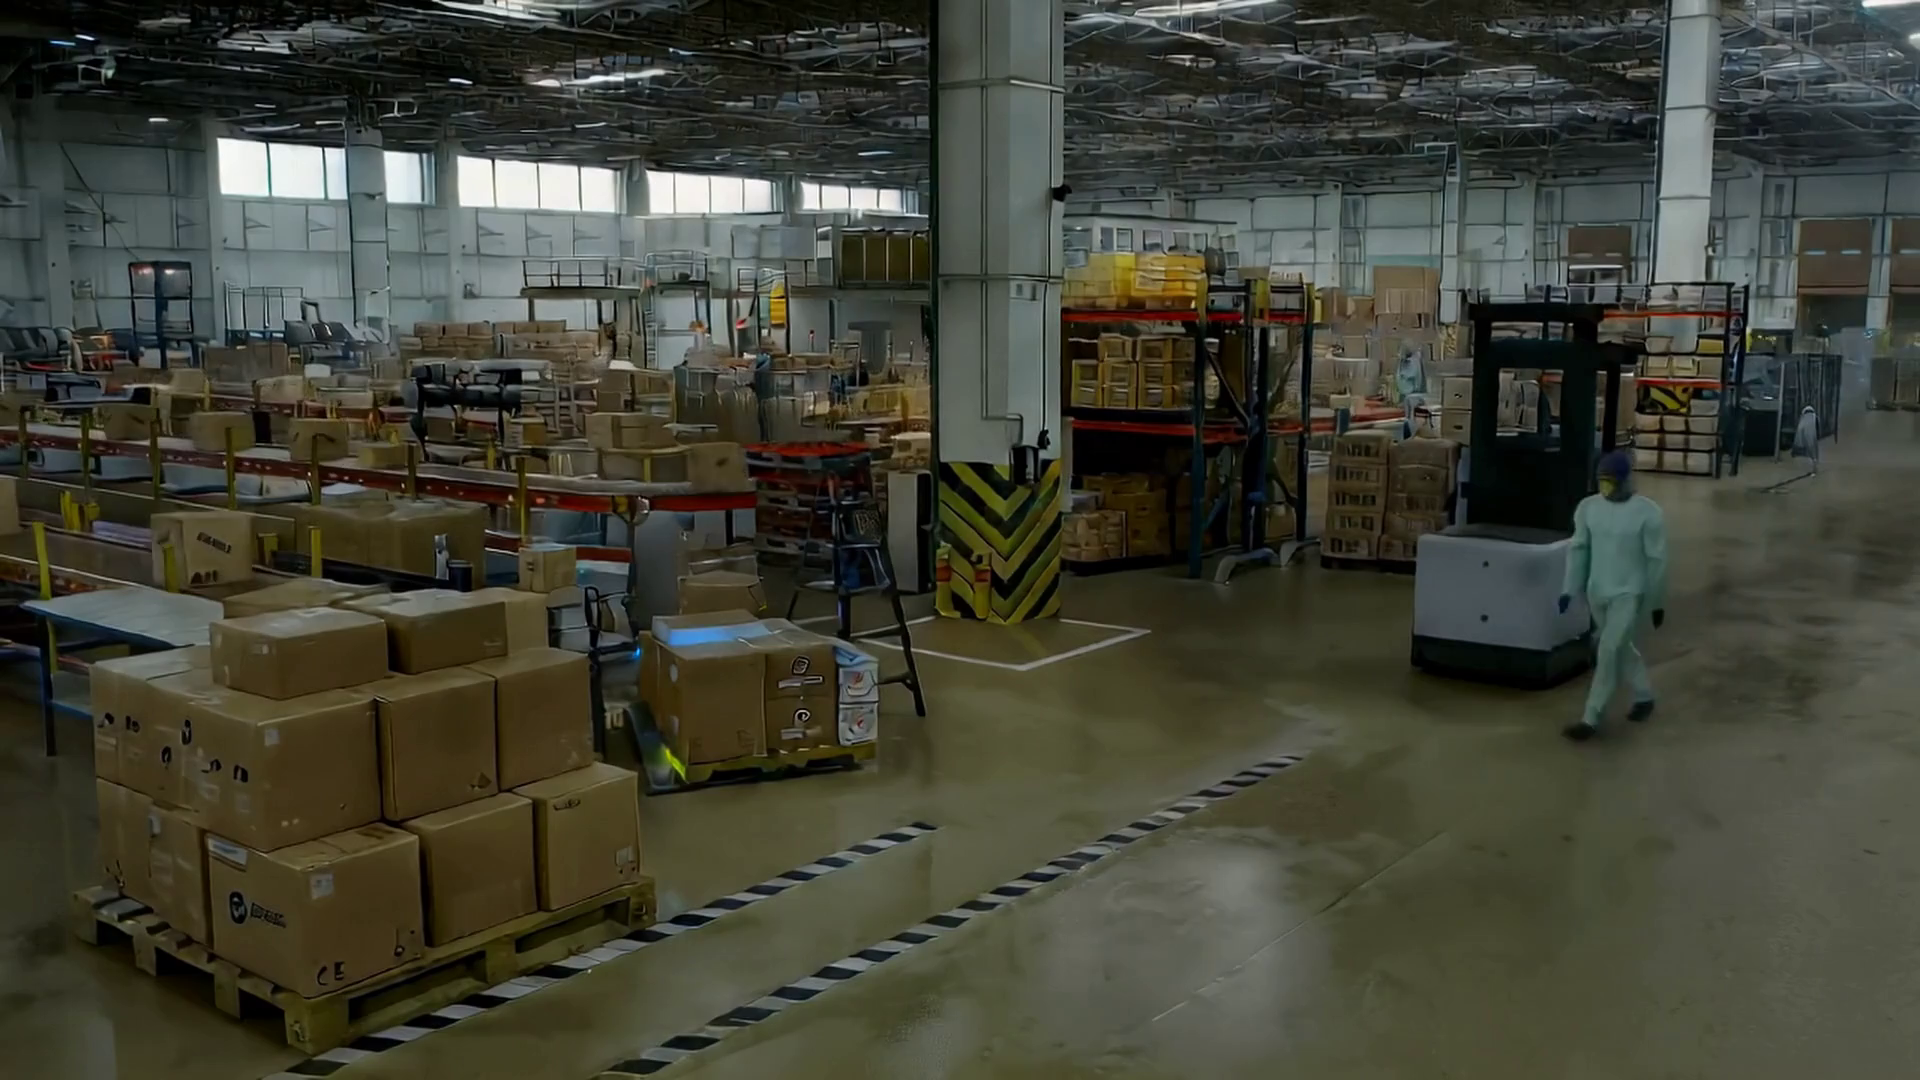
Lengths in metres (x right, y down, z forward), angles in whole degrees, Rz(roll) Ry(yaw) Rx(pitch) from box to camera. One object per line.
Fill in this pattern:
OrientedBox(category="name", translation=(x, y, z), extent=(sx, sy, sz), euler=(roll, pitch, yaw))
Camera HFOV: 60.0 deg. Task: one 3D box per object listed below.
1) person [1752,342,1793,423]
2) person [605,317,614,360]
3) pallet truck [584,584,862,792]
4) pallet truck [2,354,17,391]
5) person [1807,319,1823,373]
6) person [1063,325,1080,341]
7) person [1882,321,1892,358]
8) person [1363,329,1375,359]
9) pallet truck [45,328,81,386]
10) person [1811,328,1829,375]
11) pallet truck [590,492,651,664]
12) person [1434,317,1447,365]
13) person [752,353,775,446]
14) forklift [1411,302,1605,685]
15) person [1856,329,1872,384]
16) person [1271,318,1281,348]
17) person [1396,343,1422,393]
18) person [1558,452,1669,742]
OrientedBox(category="person", translation=(17.903, -3.447, 36.699), extent=(0.542, 1.815, 0.978), euler=(-6, 10, -36))
OrientedBox(category="person", translation=(-15.187, -8.700, 72.020), extent=(0.361, 1.856, 0.651), euler=(-4, 9, -23))
OrientedBox(category="pallet truck", translation=(-1.426, 0.805, 10.019), extent=(1.601, 1.201, 0.680), euler=(-4, 9, -26))
OrientedBox(category="pallet truck", translation=(-24.881, -4.417, 42.634), extent=(1.885, 1.965, 0.823), euler=(8, 11, 41))
OrientedBox(category="person", translation=(31.025, -7.041, 60.412), extent=(0.837, 1.964, 0.654), euler=(0, 8, 0))
OrientedBox(category="person", translation=(3.166, -4.994, 46.494), extent=(0.618, 2.020, 0.838), euler=(-6, 10, -33))
OrientedBox(category="person", translation=(33.095, -6.875, 59.462), extent=(0.383, 1.922, 0.587), euler=(4, 9, 26))
OrientedBox(category="person", translation=(12.007, -5.277, 48.864), extent=(0.311, 1.869, 0.530), euler=(2, 9, 15))
OrientedBox(category="pallet truck", translation=(-23.775, -4.544, 43.495), extent=(1.885, 1.965, 0.823), euler=(6, 10, 35))
OrientedBox(category="person", translation=(30.201, -6.590, 58.304), extent=(0.488, 1.699, 0.907), euler=(-3, 9, -17))
OrientedBox(category="pallet truck", translation=(-3.115, 0.344, 12.883), extent=(0.653, 1.274, 1.630), euler=(7, 11, 37))
OrientedBox(category="person", translation=(19.532, -8.085, 67.614), extent=(0.379, 1.931, 0.625), euler=(-5, 10, -29))
OrientedBox(category="person", translation=(-3.746, -2.661, 31.583), extent=(0.328, 1.765, 0.532), euler=(6, 11, 37))
OrientedBox(category="forklift", translation=(4.379, -0.438, 12.852), extent=(1.129, 2.768, 1.873), euler=(7, 11, 37))
OrientedBox(category="person", translation=(29.099, -5.874, 53.284), extent=(0.536, 1.747, 0.536), euler=(3, 9, 21))
OrientedBox(category="person", translation=(13.861, -8.831, 72.919), extent=(0.429, 1.845, 0.625), euler=(2, 9, 15))
OrientedBox(category="person", translation=(9.900, -3.438, 36.688), extent=(0.589, 1.811, 0.568), euler=(6, 11, 37))
OrientedBox(category="person", translation=(4.351, 0.351, 10.963), extent=(1.089, 1.884, 0.620), euler=(-5, 10, -32))
